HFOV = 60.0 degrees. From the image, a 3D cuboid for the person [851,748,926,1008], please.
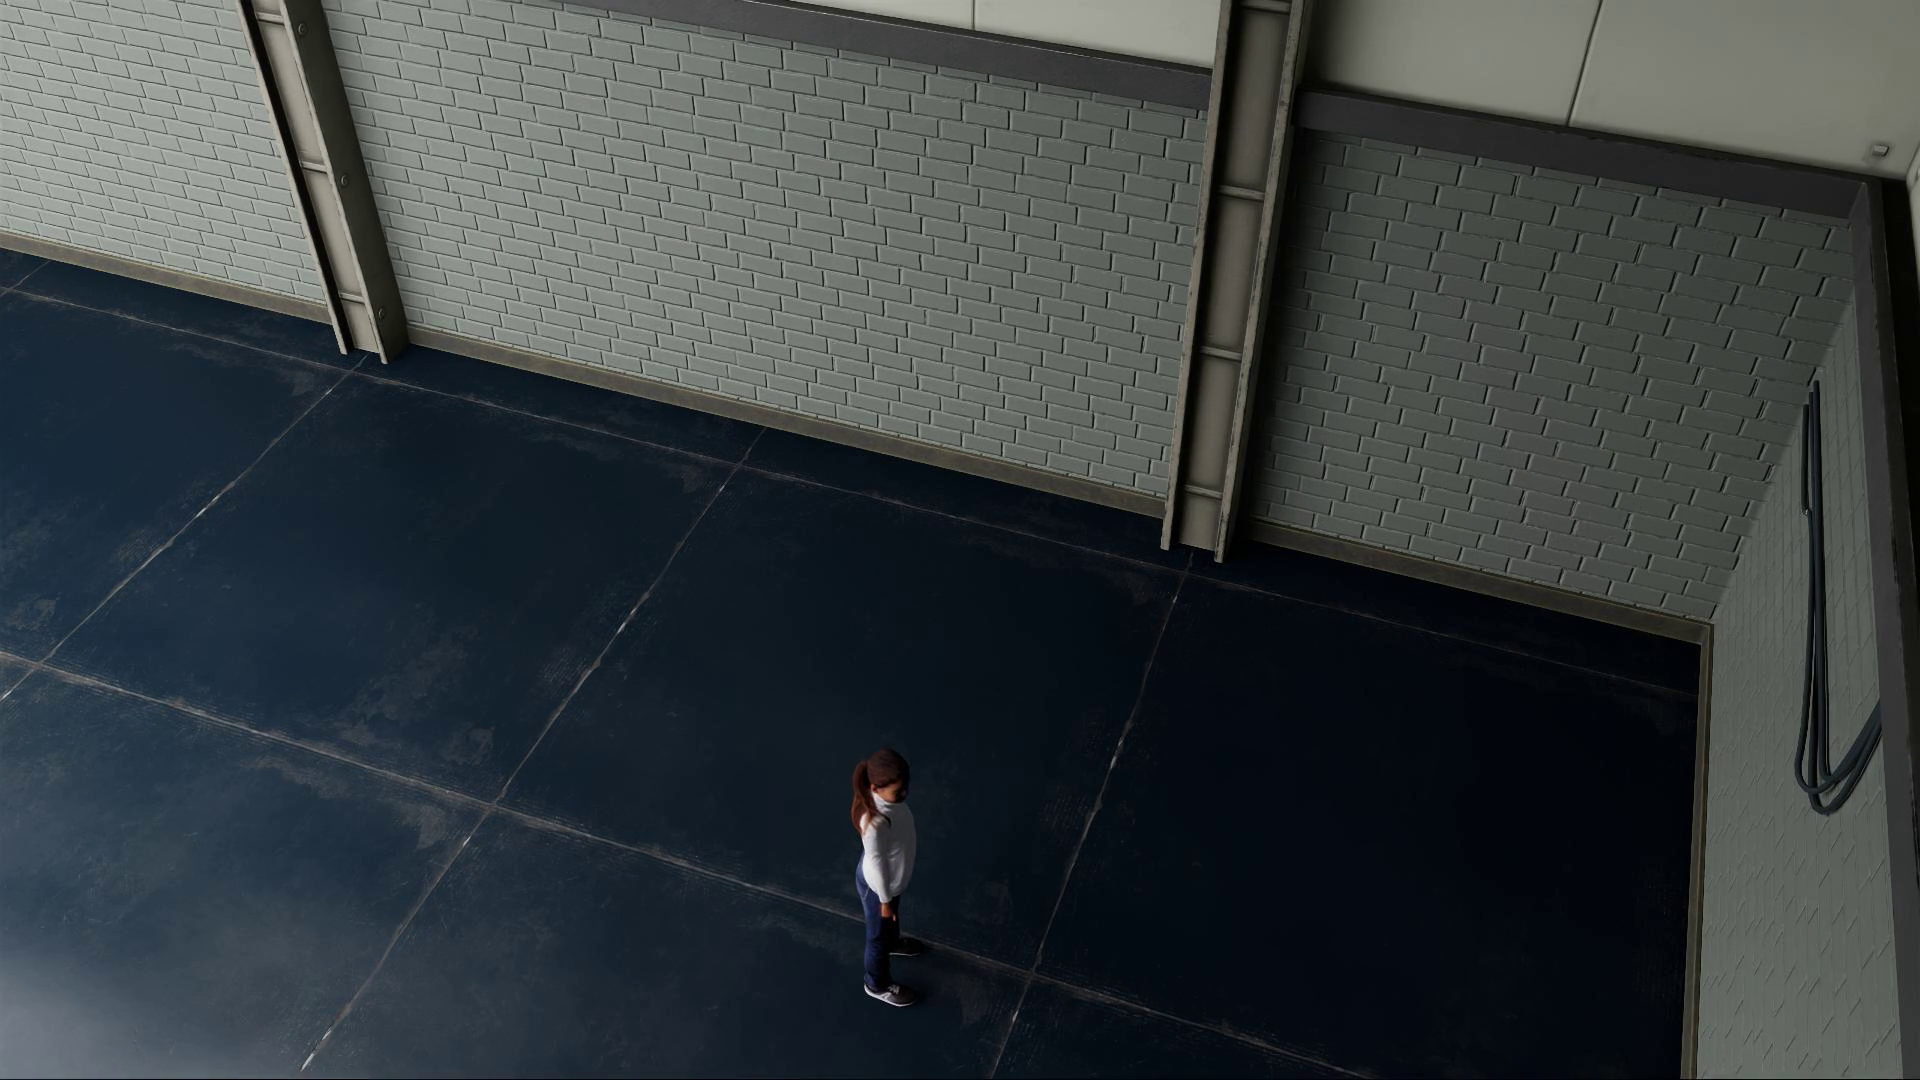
[{"bbox_3d":[-0.347,1.498,7.526,0.573,1.557,0.578,6,43,7],"label":"person"}]
